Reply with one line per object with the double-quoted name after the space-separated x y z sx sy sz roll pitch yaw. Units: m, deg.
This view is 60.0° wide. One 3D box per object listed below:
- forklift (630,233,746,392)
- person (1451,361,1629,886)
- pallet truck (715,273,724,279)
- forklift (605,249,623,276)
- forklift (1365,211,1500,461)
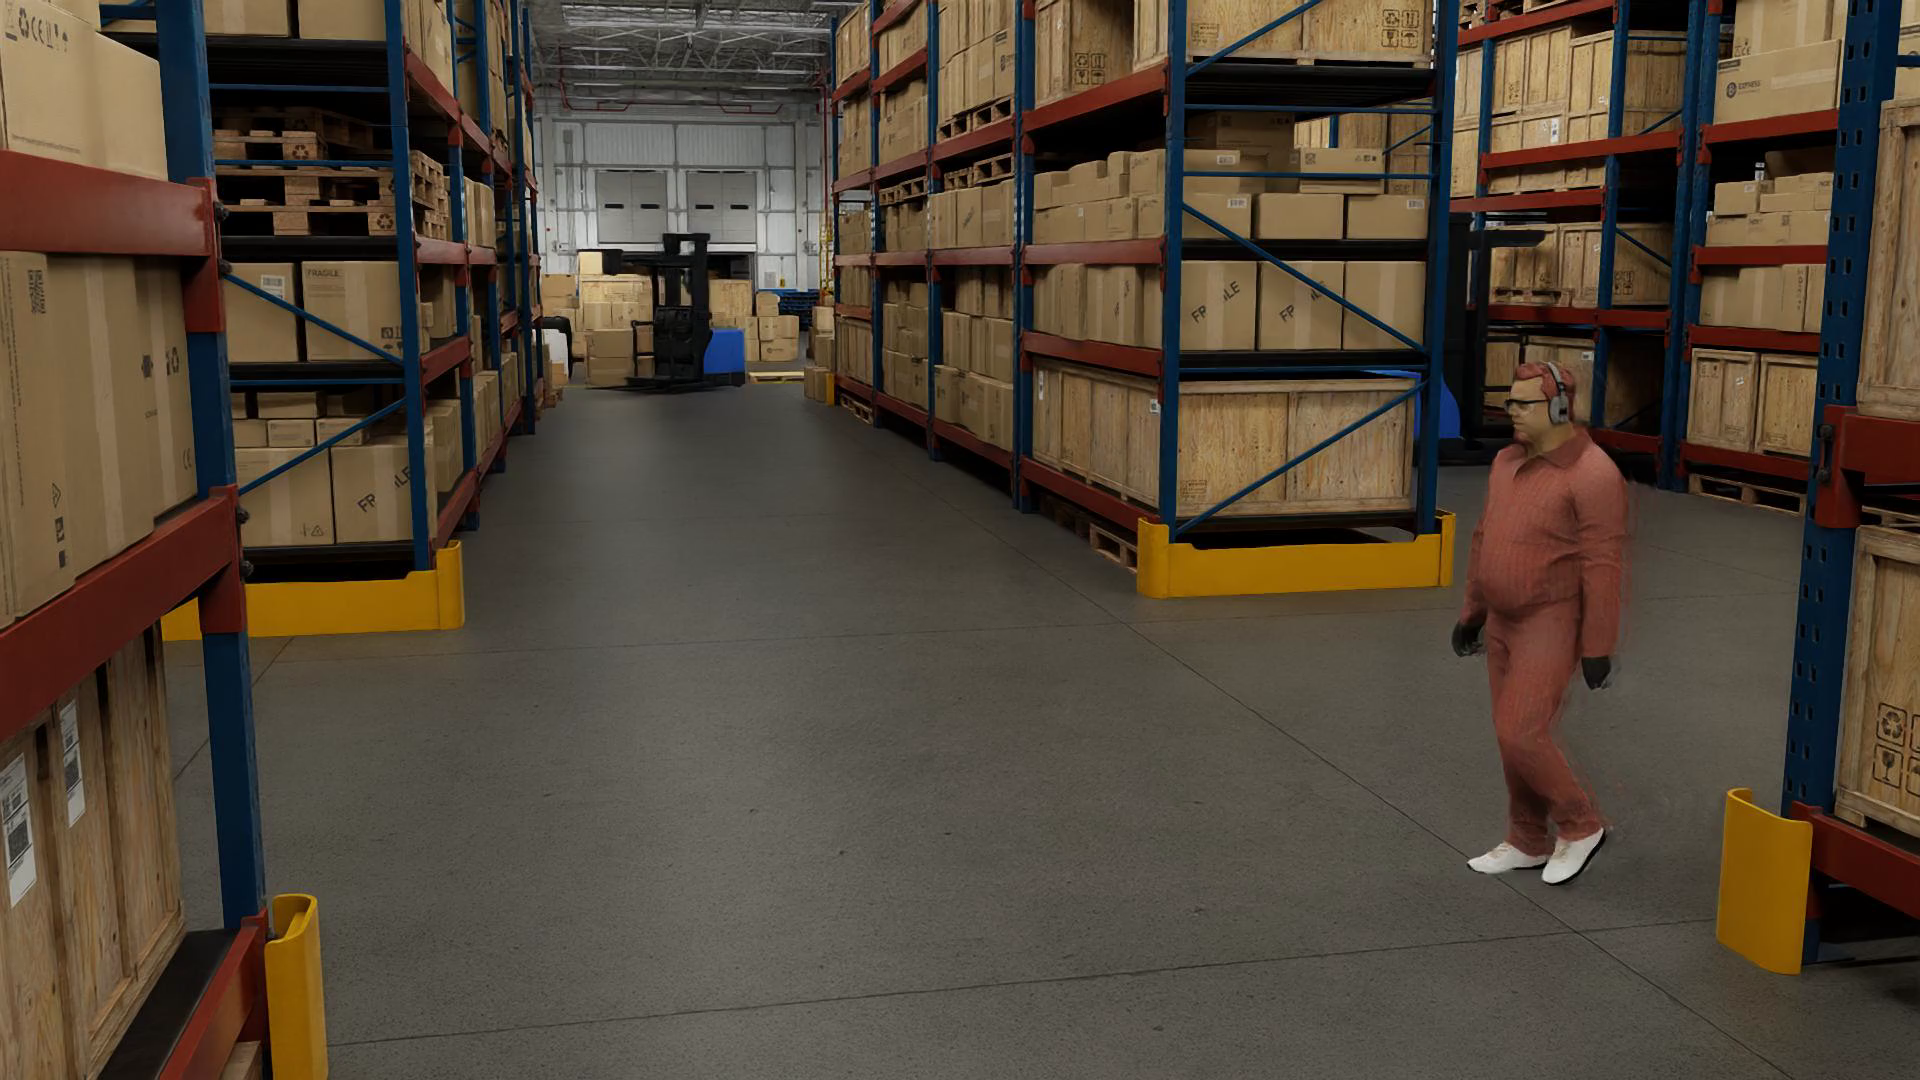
-4.889 -4.125 29.967 1.129 2.768 1.873 8 12 40 "forklift"
2.049 0.306 5.974 0.427 1.888 0.648 -2 10 -11 "person"
-8.580 -8.986 62.280 1.885 1.965 0.823 1 9 5 "pallet truck"
-11.407 -8.233 55.004 1.873 2.768 1.129 -5 11 -29 "forklift"
5.354 -2.303 18.863 1.873 2.768 1.129 -2 10 -12 "forklift"
